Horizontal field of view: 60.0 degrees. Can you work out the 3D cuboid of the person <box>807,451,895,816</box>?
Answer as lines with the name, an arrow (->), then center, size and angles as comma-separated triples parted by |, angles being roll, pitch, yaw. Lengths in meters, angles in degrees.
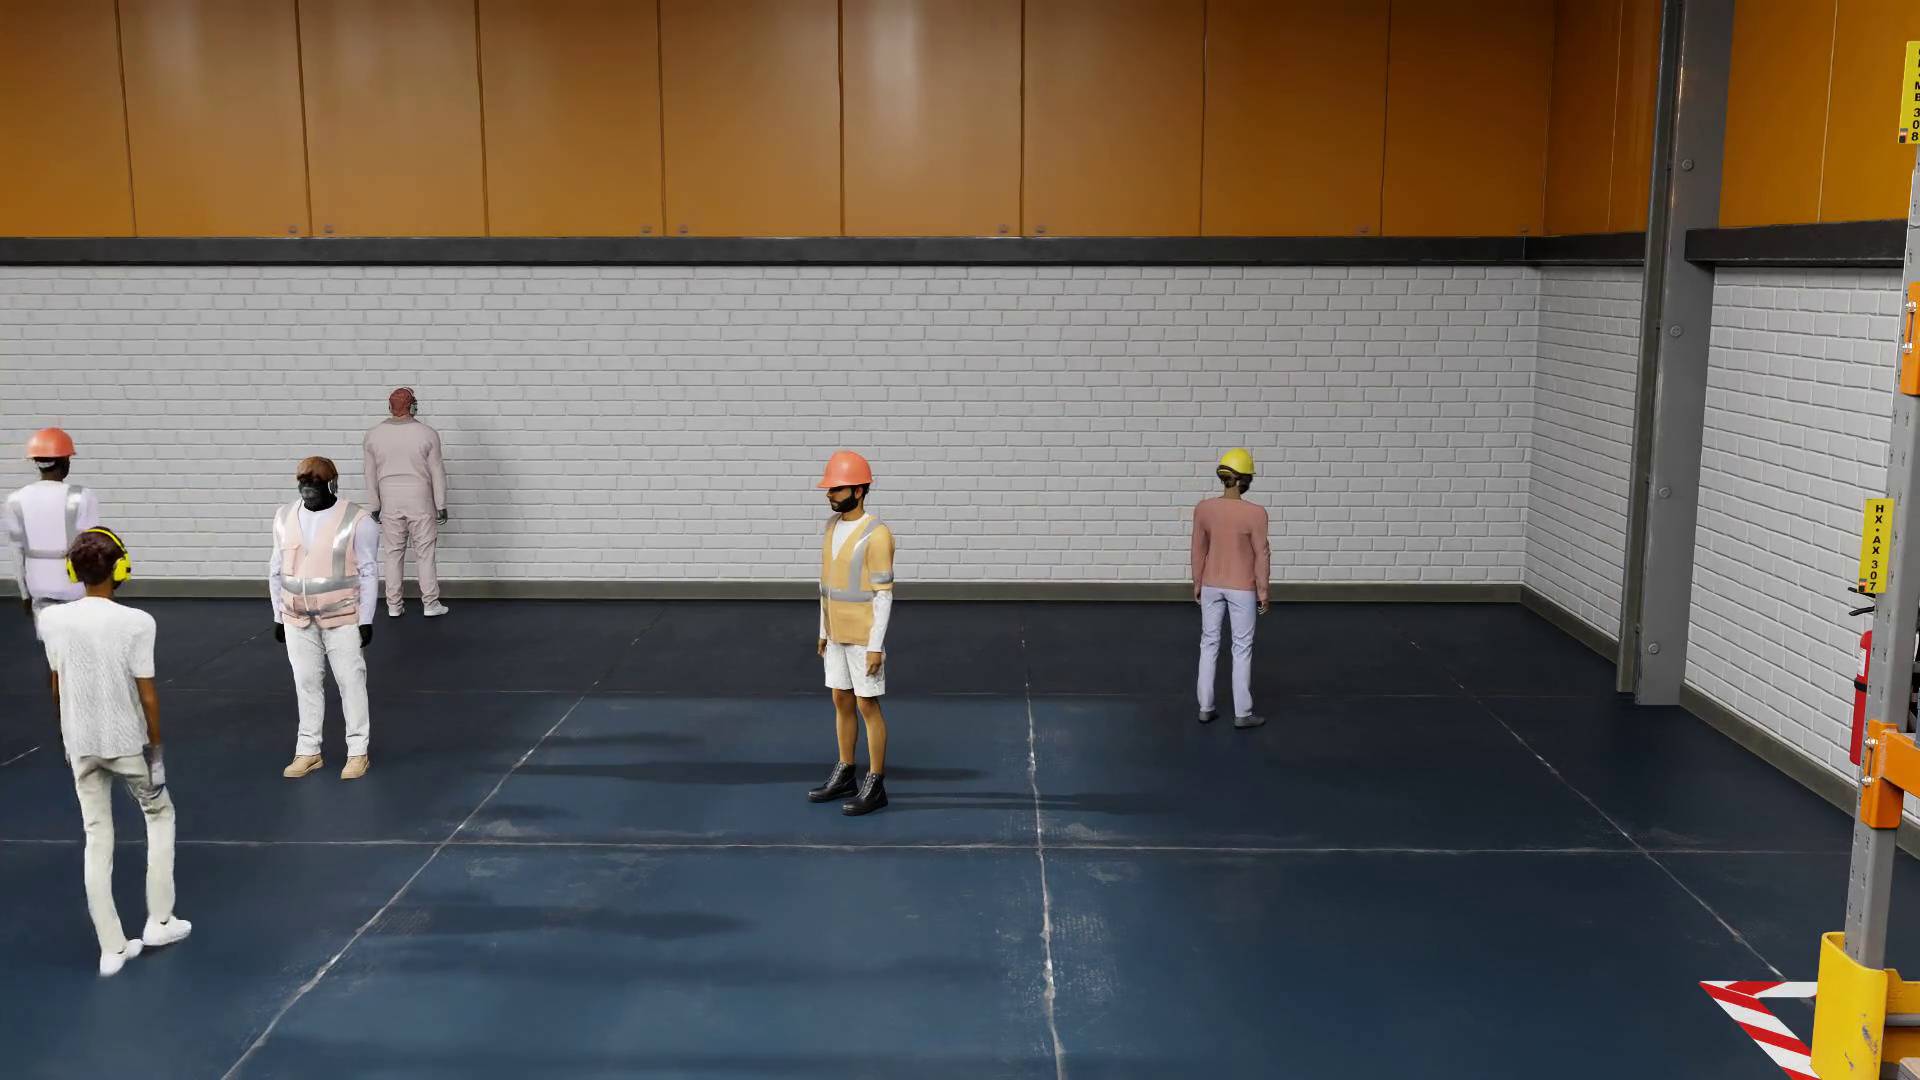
person -> -0.582, 0.490, 8.846 | 0.355, 1.939, 0.543 | -8, 12, -40

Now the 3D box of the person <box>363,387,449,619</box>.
person -> -4.528, -0.300, 13.673 | 0.651, 1.907, 0.409 | 0, 9, -1

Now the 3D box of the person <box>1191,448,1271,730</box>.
person -> 1.713, 0.303, 10.486 | 0.533, 1.765, 0.329 | 7, 12, 35

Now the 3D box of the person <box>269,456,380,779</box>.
person -> -3.610, 0.440, 9.436 | 0.627, 1.844, 0.429 | 1, 10, 5

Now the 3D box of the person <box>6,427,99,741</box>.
person -> -5.469, 0.275, 10.159 | 0.567, 1.926, 0.399 | 0, 9, -2

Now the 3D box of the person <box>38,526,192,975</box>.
person -> -3.529, 0.853, 6.946 | 0.538, 1.854, 0.574 | 0, 9, -3
